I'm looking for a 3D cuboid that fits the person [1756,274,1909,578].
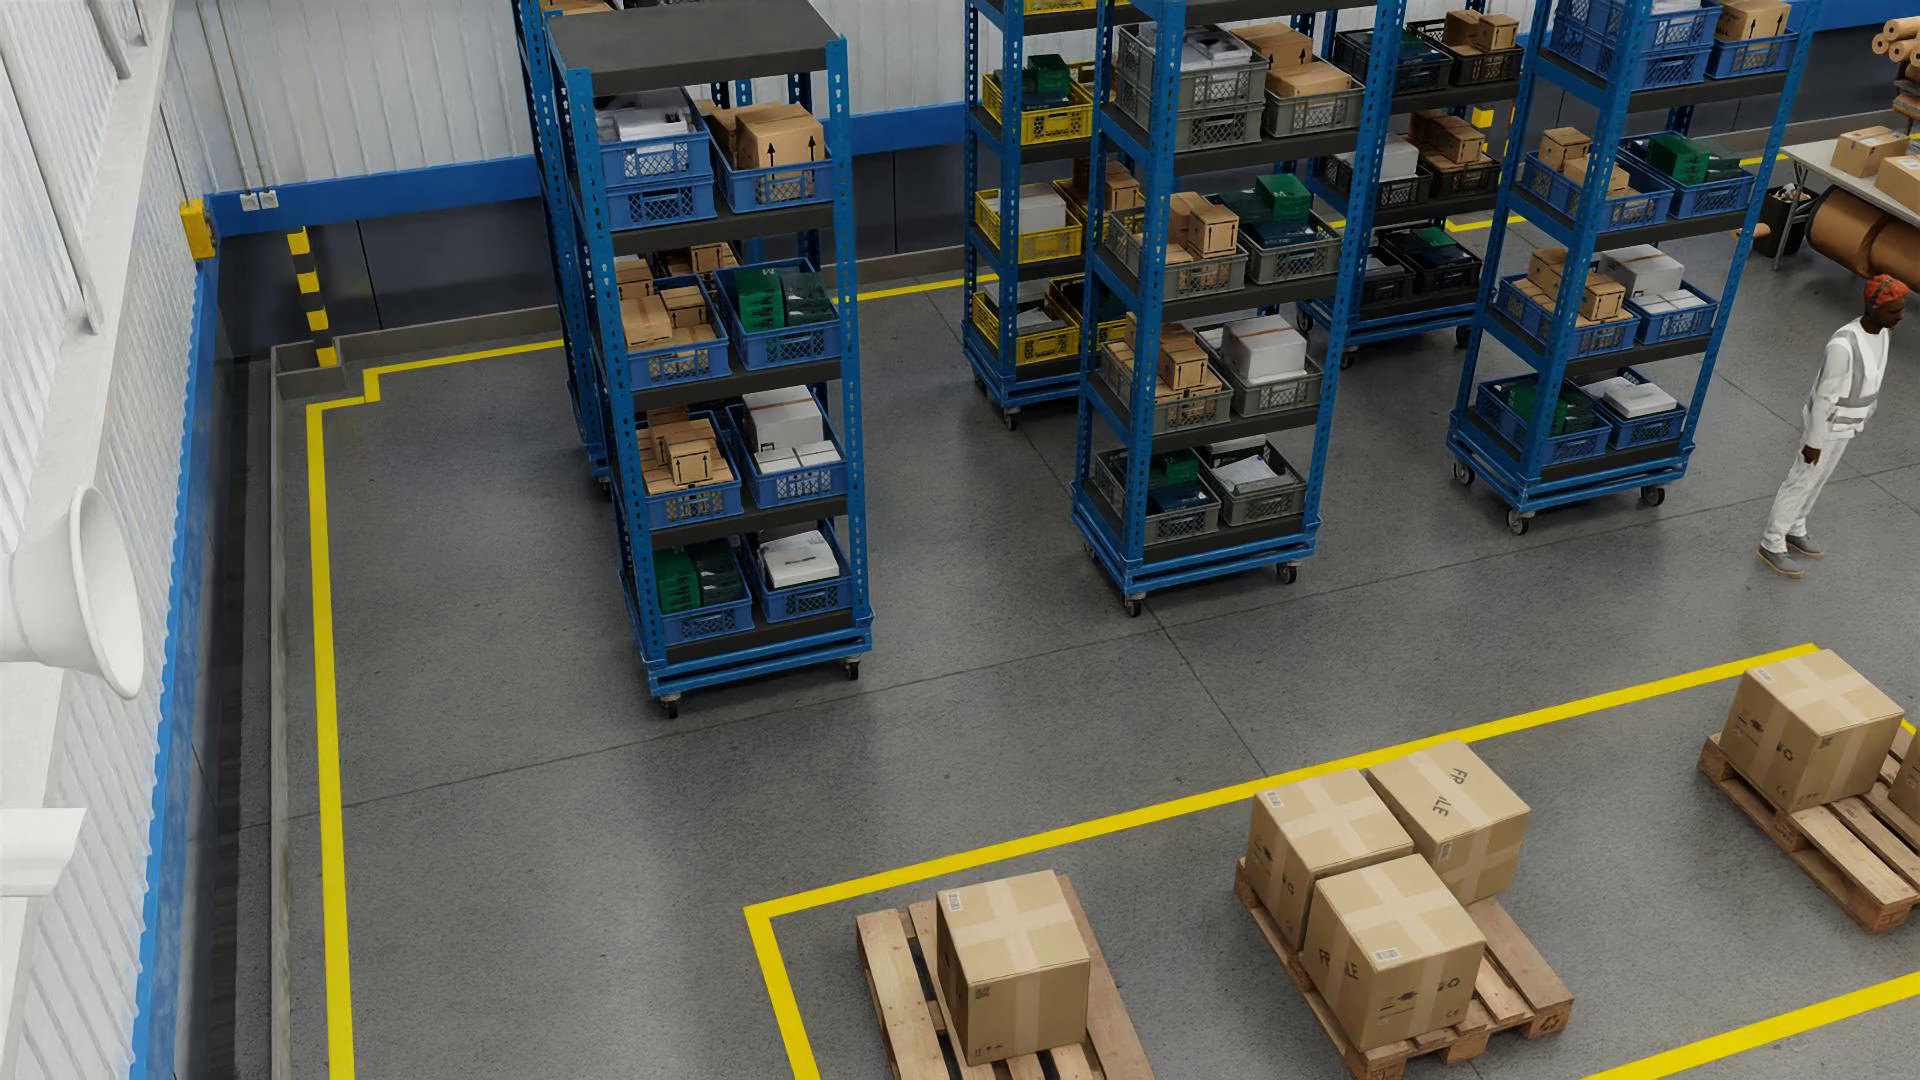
[{"bbox_3d":[5.046,-0.666,9.599,0.578,1.882,0.343,-27,43,-32],"label":"person"}]
